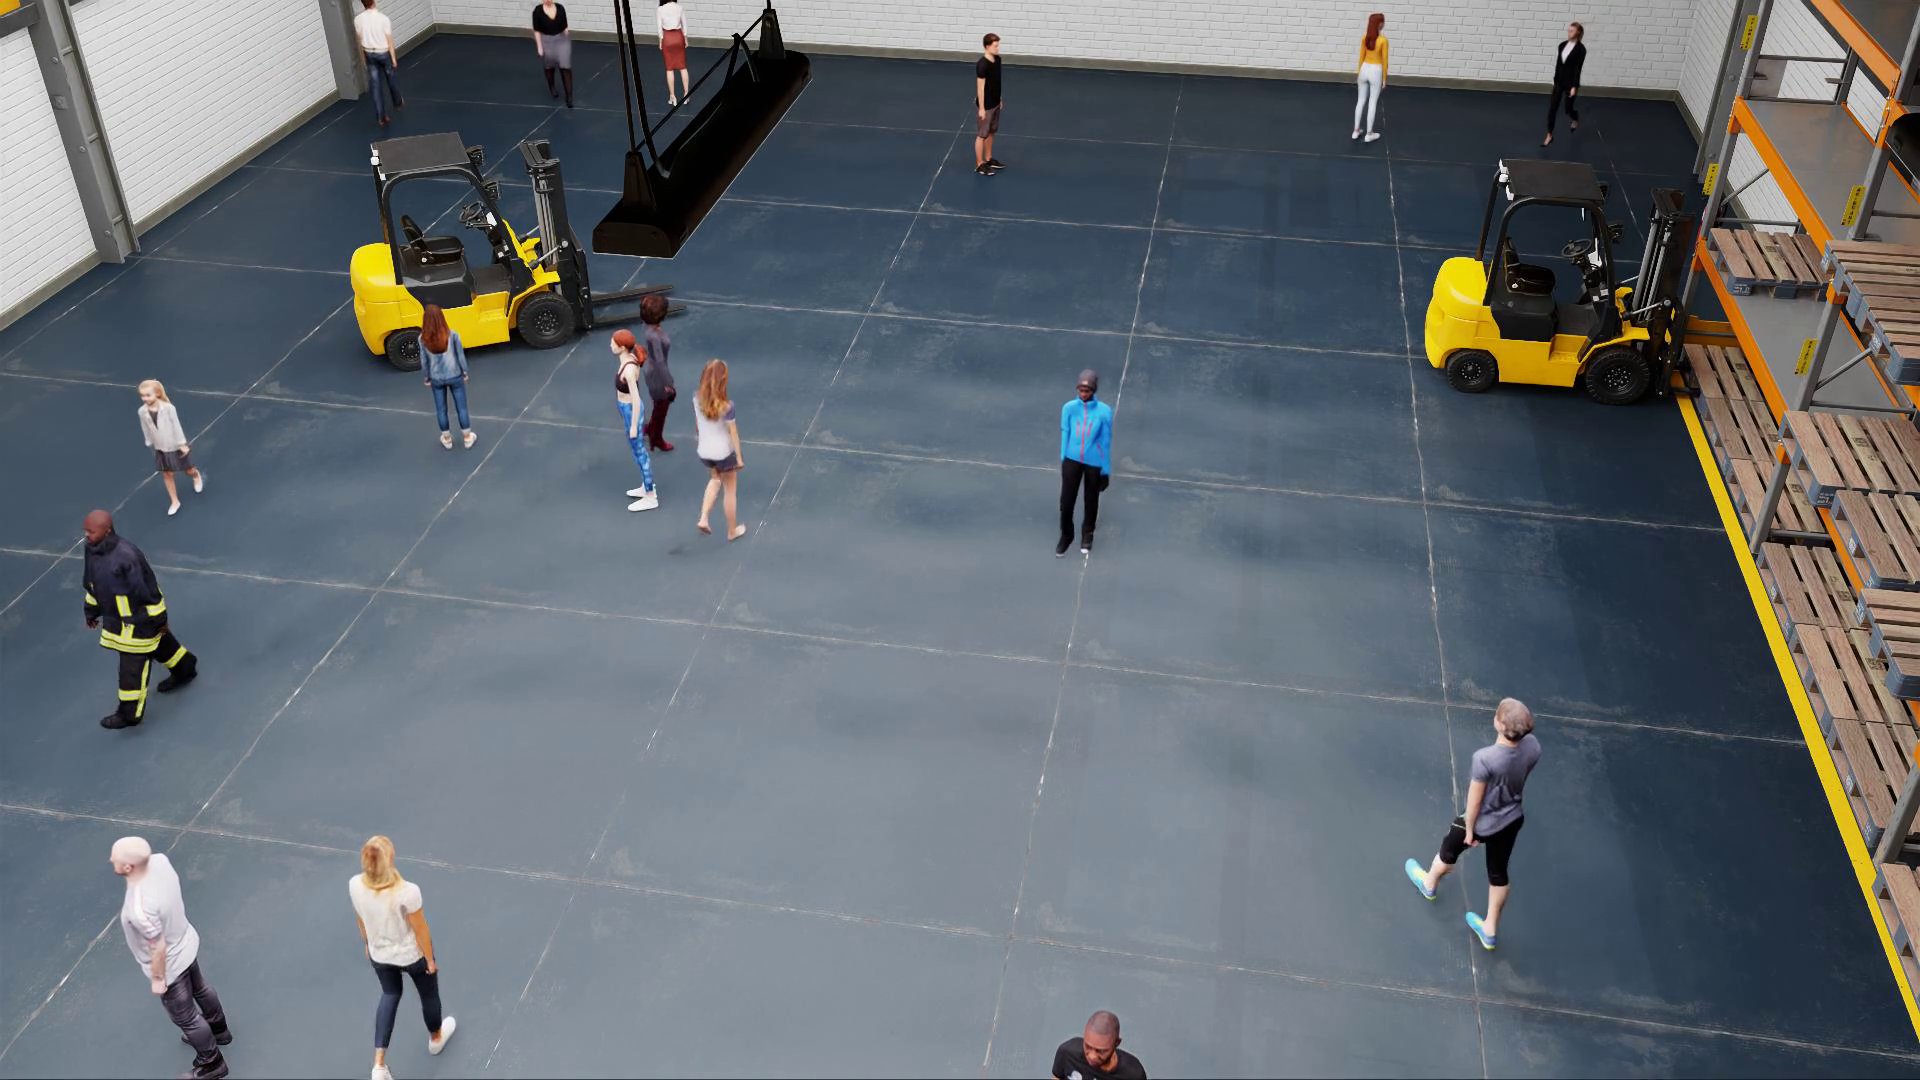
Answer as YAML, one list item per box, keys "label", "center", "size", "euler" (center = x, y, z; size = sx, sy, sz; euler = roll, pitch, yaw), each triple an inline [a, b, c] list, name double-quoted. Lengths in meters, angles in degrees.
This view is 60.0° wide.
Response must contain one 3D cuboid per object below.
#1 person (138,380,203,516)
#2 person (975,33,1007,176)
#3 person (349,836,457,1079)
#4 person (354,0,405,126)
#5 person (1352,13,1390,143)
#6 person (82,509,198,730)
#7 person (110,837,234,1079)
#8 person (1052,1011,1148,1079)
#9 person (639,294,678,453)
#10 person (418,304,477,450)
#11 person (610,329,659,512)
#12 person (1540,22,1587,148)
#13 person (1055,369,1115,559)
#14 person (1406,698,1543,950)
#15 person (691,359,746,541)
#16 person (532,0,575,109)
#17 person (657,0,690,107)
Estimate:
- label: "person"
  center: [-7.207, -0.895, 15.183]
  size: [0.640, 1.264, 0.799]
  euler: [-2, 34, -4]
- label: "person"
  center: [0.372, -5.789, 22.009]
  size: [0.788, 1.859, 0.627]
  euler: [18, 38, 25]
- label: "person"
  center: [-3.286, 2.470, 9.639]
  size: [0.582, 1.797, 0.922]
  euler: [6, 34, 8]
- label: "person"
  center: [-8.268, -6.778, 23.547]
  size: [0.850, 1.803, 1.305]
  euler: [-1, 34, -1]
- label: "person"
  center: [5.697, -6.421, 23.059]
  size: [0.677, 1.748, 0.691]
  euler: [26, 41, 33]
- label: "person"
  center: [-6.221, 0.482, 12.648]
  size: [1.058, 1.777, 1.273]
  euler: [21, 39, 28]
- label: "person"
  center: [-4.597, 2.420, 9.683]
  size: [0.802, 1.832, 0.653]
  euler: [-7, 34, -10]
- label: "person"
  center: [0.715, 3.094, 8.693]
  size: [0.710, 1.804, 0.644]
  euler: [12, 35, 17]
- label: "person"
  center: [-2.955, -1.537, 15.759]
  size: [0.789, 1.696, 0.706]
  euler: [-12, 35, -17]
- label: "person"
  center: [-4.953, -1.571, 16.013]
  size: [0.625, 1.471, 0.595]
  euler: [-5, 34, -8]
- label: "person"
  center: [-2.947, -1.088, 15.004]
  size: [0.713, 1.785, 0.610]
  euler: [-6, 34, -10]
- label: "person"
  center: [8.389, -6.253, 22.867]
  size: [1.082, 1.682, 0.997]
  euler: [-23, 40, -31]
- label: "person"
  center: [1.111, -0.713, 14.441]
  size: [0.610, 1.782, 0.632]
  euler: [6, 34, 9]
- label: "person"
  center: [3.420, 1.838, 10.539]
  size: [0.960, 1.853, 1.150]
  euler: [-9, 35, -13]
- label: "person"
  center: [-2.180, -0.740, 14.554]
  size: [0.802, 1.703, 0.867]
  euler: [21, 39, 29]
- label: "person"
  center: [-5.963, -7.206, 24.284]
  size: [1.038, 1.699, 1.215]
  euler: [-13, 36, -18]
- label: "person"
  center: [-4.183, -7.230, 24.273]
  size: [0.670, 1.752, 0.676]
  euler: [-12, 35, -17]
